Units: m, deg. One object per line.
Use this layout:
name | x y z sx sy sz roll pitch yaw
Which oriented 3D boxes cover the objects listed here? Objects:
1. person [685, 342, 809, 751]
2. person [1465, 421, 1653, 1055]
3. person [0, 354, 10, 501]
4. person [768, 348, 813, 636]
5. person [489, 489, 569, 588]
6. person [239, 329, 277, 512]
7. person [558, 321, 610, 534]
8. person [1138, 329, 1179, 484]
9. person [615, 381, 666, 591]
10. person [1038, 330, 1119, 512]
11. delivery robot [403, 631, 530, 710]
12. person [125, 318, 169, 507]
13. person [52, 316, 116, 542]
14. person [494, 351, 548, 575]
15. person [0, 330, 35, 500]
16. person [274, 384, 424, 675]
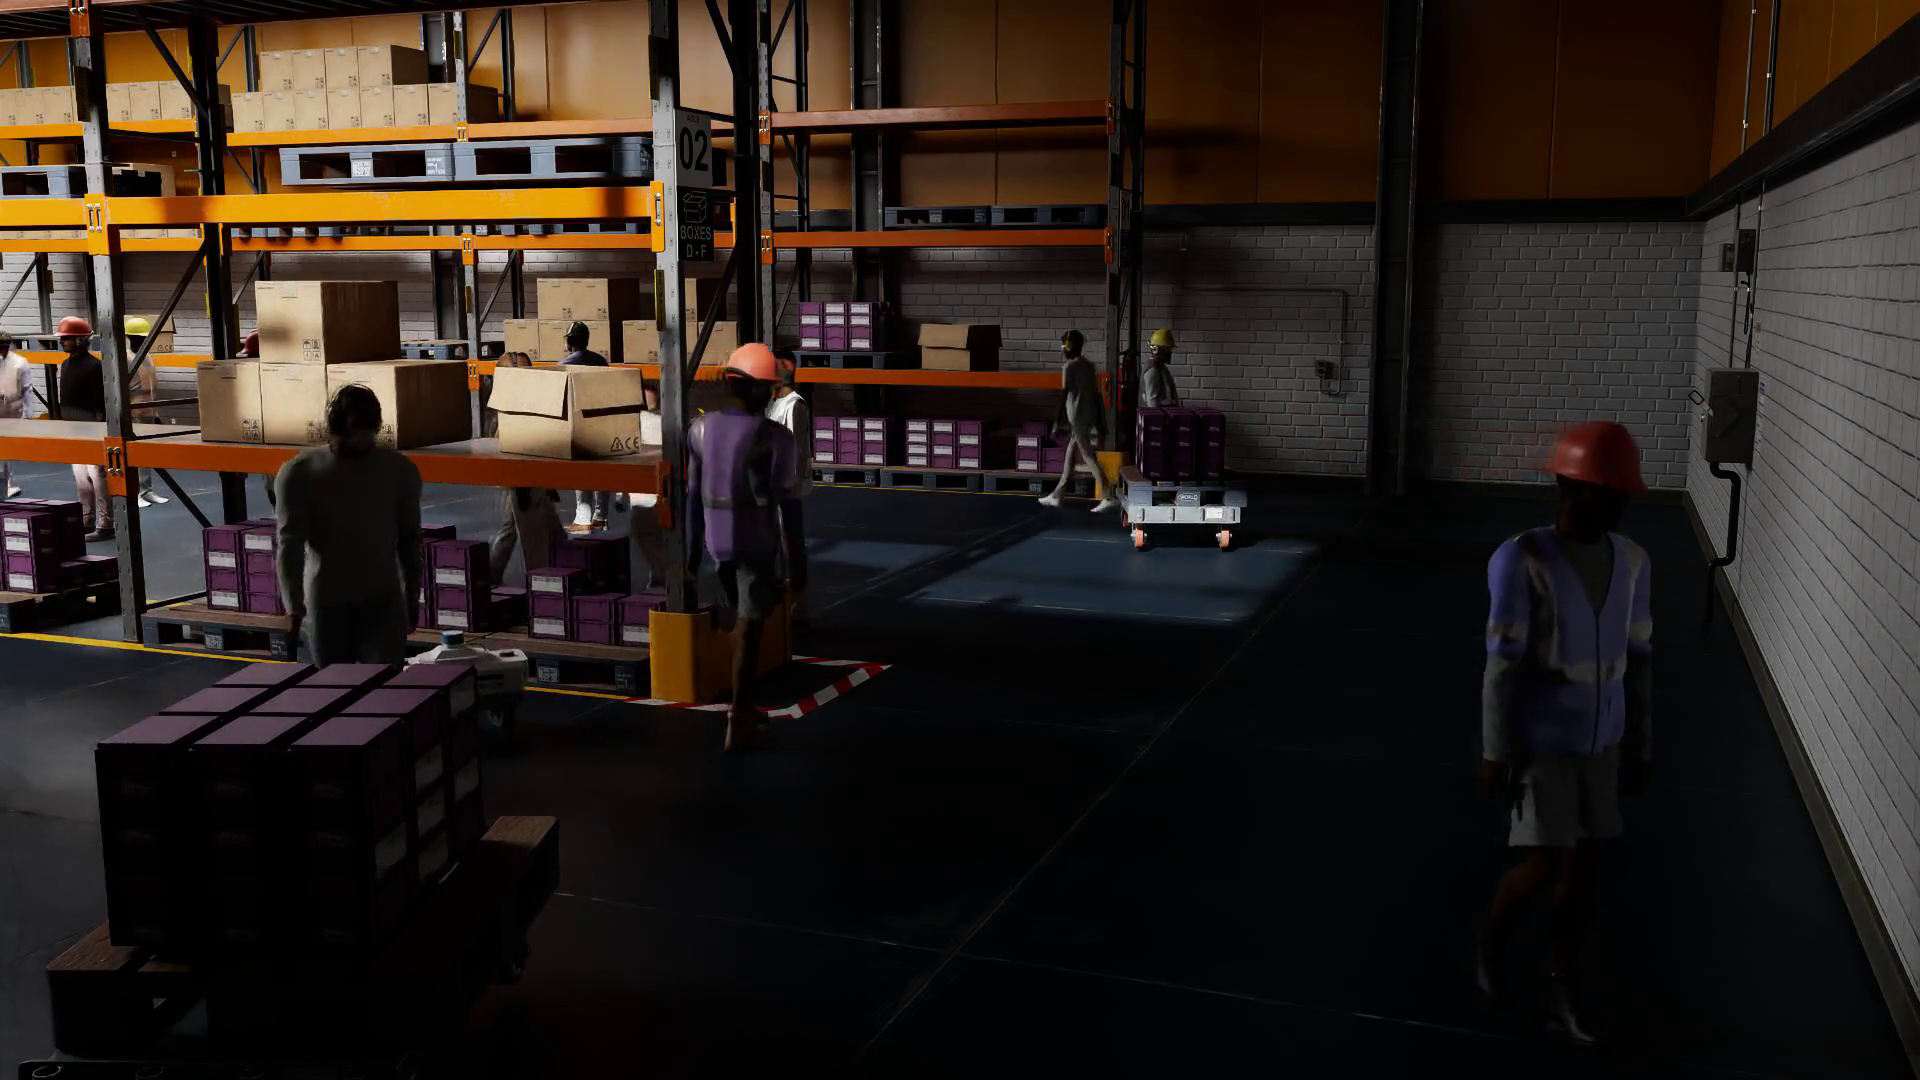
person | -1.025 0.026 8.352 0.652 2.017 0.663 5 10 30
person | 1.847 0.594 5.074 0.577 1.925 0.449 -3 10 -18
person | -9.062 -0.971 15.443 0.574 1.749 0.539 -3 9 -15
person | -1.148 -0.314 10.917 0.356 1.887 0.573 -3 10 -18
person | -3.137 -0.377 12.231 0.862 1.586 0.499 0 9 1
person | -5.467 -0.703 13.195 0.372 1.935 0.551 -6 11 -35
person | -3.439 -1.018 15.169 0.370 1.940 0.627 5 10 27
person | 1.966 -1.173 16.488 0.404 1.828 0.592 2 9 11
person | -2.150 -0.319 11.803 0.526 1.619 0.652 -8 12 -40
person | 1.200 -1.193 16.688 1.002 1.811 0.593 6 11 35
delivery robot | -2.549 0.702 8.408 0.707 0.478 0.477 -4 10 -23
person | -8.364 -1.304 16.999 0.384 1.925 0.593 1 9 6
person | -7.784 -0.981 14.762 0.622 1.994 0.381 6 11 31
person | -3.036 -0.391 11.567 0.428 1.836 0.626 -2 9 -12
person | -10.107 -1.312 17.496 0.987 1.785 0.658 9 13 44
person | -2.652 0.267 7.293 0.638 1.902 0.935 -4 10 -26
